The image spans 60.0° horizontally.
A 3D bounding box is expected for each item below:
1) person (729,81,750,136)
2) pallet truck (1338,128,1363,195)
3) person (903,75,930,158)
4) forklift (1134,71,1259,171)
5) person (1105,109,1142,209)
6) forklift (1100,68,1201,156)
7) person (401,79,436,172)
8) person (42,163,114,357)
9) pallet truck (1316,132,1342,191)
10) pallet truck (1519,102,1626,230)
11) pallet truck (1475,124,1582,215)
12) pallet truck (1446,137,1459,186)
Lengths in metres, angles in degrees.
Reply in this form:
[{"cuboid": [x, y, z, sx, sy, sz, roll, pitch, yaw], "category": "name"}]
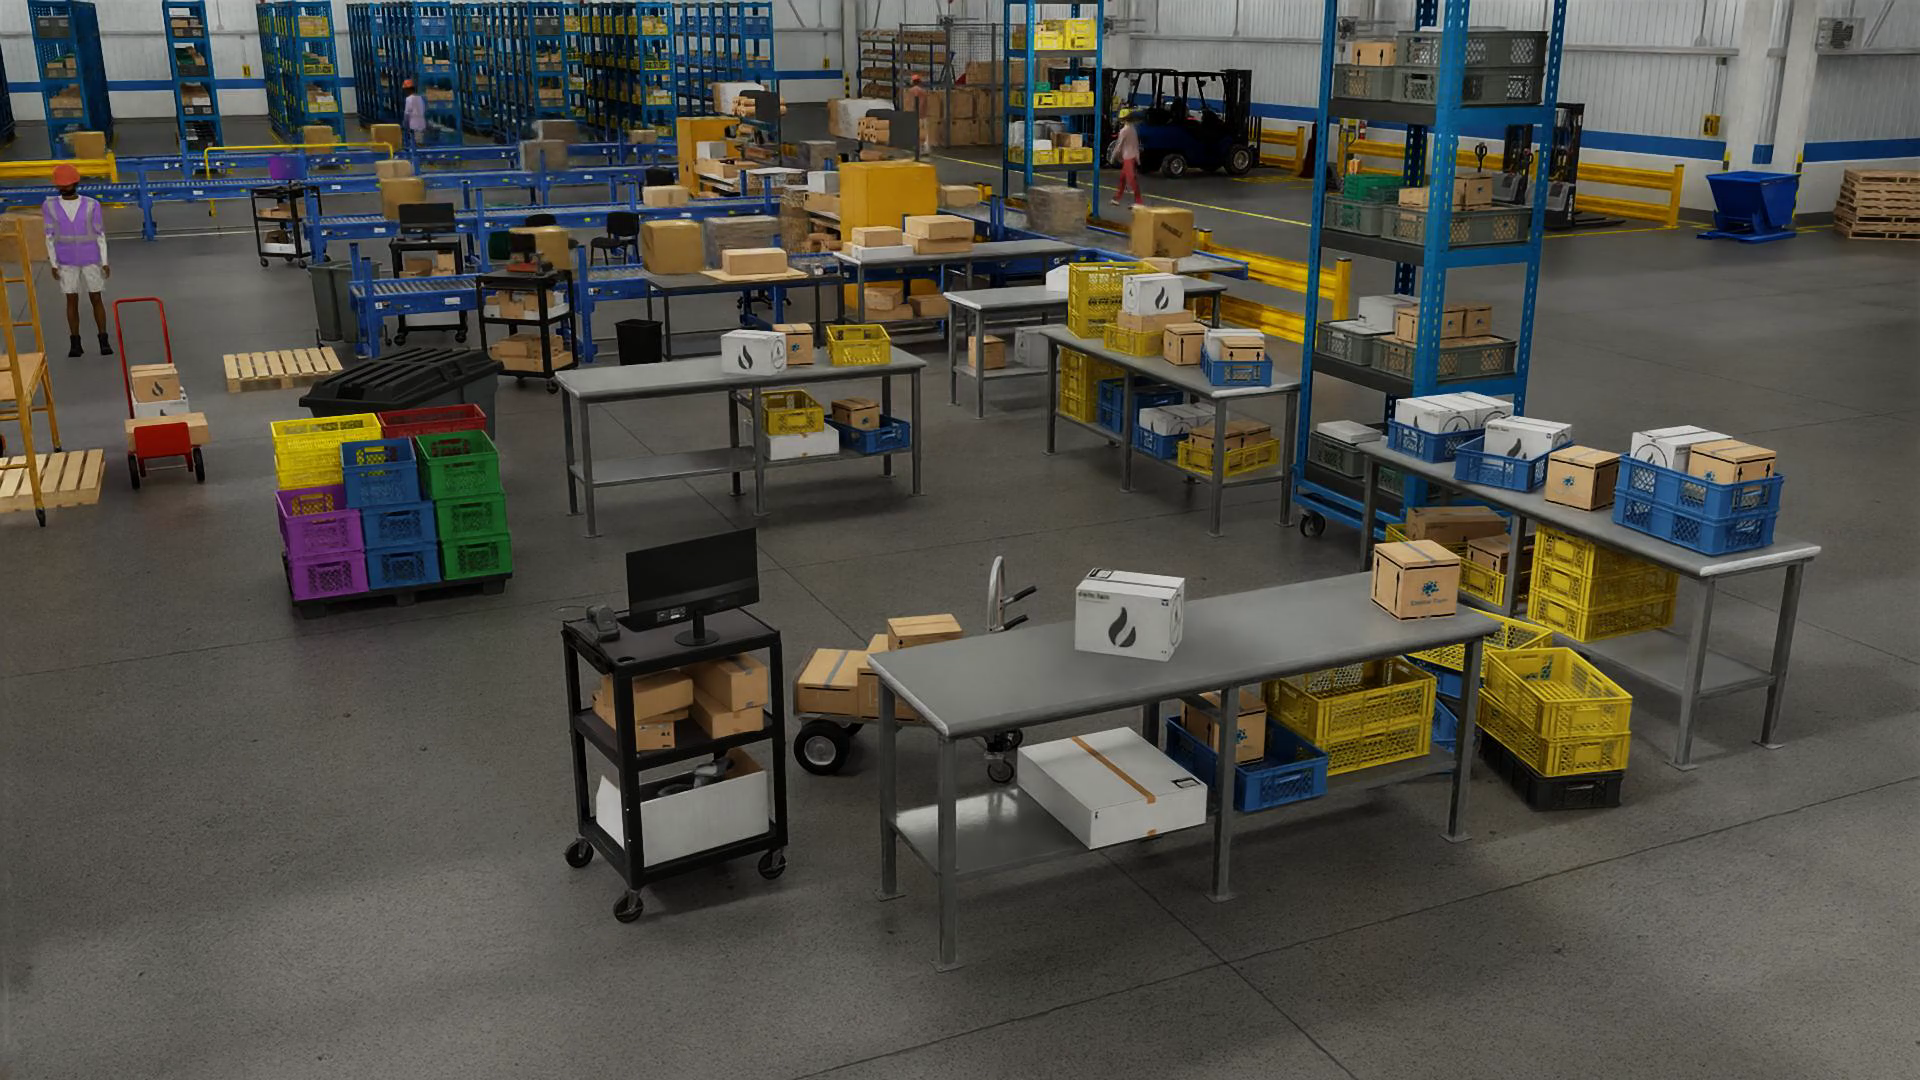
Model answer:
[{"cuboid": [-5.359, -10.042, 39.735, 0.960, 1.789, 0.578, -9, 20, -27], "category": "person"}, {"cuboid": [7.845, -7.140, 31.411, 1.522, 1.261, 0.704, -9, 20, -25], "category": "pallet truck"}, {"cuboid": [-1.030, -10.112, 39.746, 0.638, 1.919, 0.895, -16, 24, -41], "category": "person"}, {"cuboid": [4.998, -8.936, 35.413, 2.680, 1.987, 1.157, -9, 20, -25], "category": "forklift"}, {"cuboid": [2.909, -6.754, 29.503, 0.890, 1.717, 0.530, 10, 20, 28], "category": "person"}, {"cuboid": [4.082, -9.564, 37.410, 2.680, 1.987, 1.157, -8, 19, -23], "category": "forklift"}, {"cuboid": [-11.772, -8.858, 35.687, 1.017, 1.986, 0.613, 0, 18, 1], "category": "person"}, {"cuboid": [-8.858, -2.806, 16.721, 0.542, 1.929, 0.374, -8, 19, -23], "category": "person"}, {"cuboid": [7.723, -7.504, 32.656, 1.601, 1.201, 0.680, -8, 19, -23], "category": "pallet truck"}, {"cuboid": [9.972, -6.037, 26.785, 1.885, 1.965, 0.823, -9, 20, -25], "category": "pallet truck"}, {"cuboid": [9.707, -6.455, 28.103, 1.885, 1.965, 0.823, -7, 19, -20], "category": "pallet truck"}, {"cuboid": [9.184, -6.485, 29.328, 1.630, 1.274, 0.653, -8, 19, -23], "category": "pallet truck"}]
